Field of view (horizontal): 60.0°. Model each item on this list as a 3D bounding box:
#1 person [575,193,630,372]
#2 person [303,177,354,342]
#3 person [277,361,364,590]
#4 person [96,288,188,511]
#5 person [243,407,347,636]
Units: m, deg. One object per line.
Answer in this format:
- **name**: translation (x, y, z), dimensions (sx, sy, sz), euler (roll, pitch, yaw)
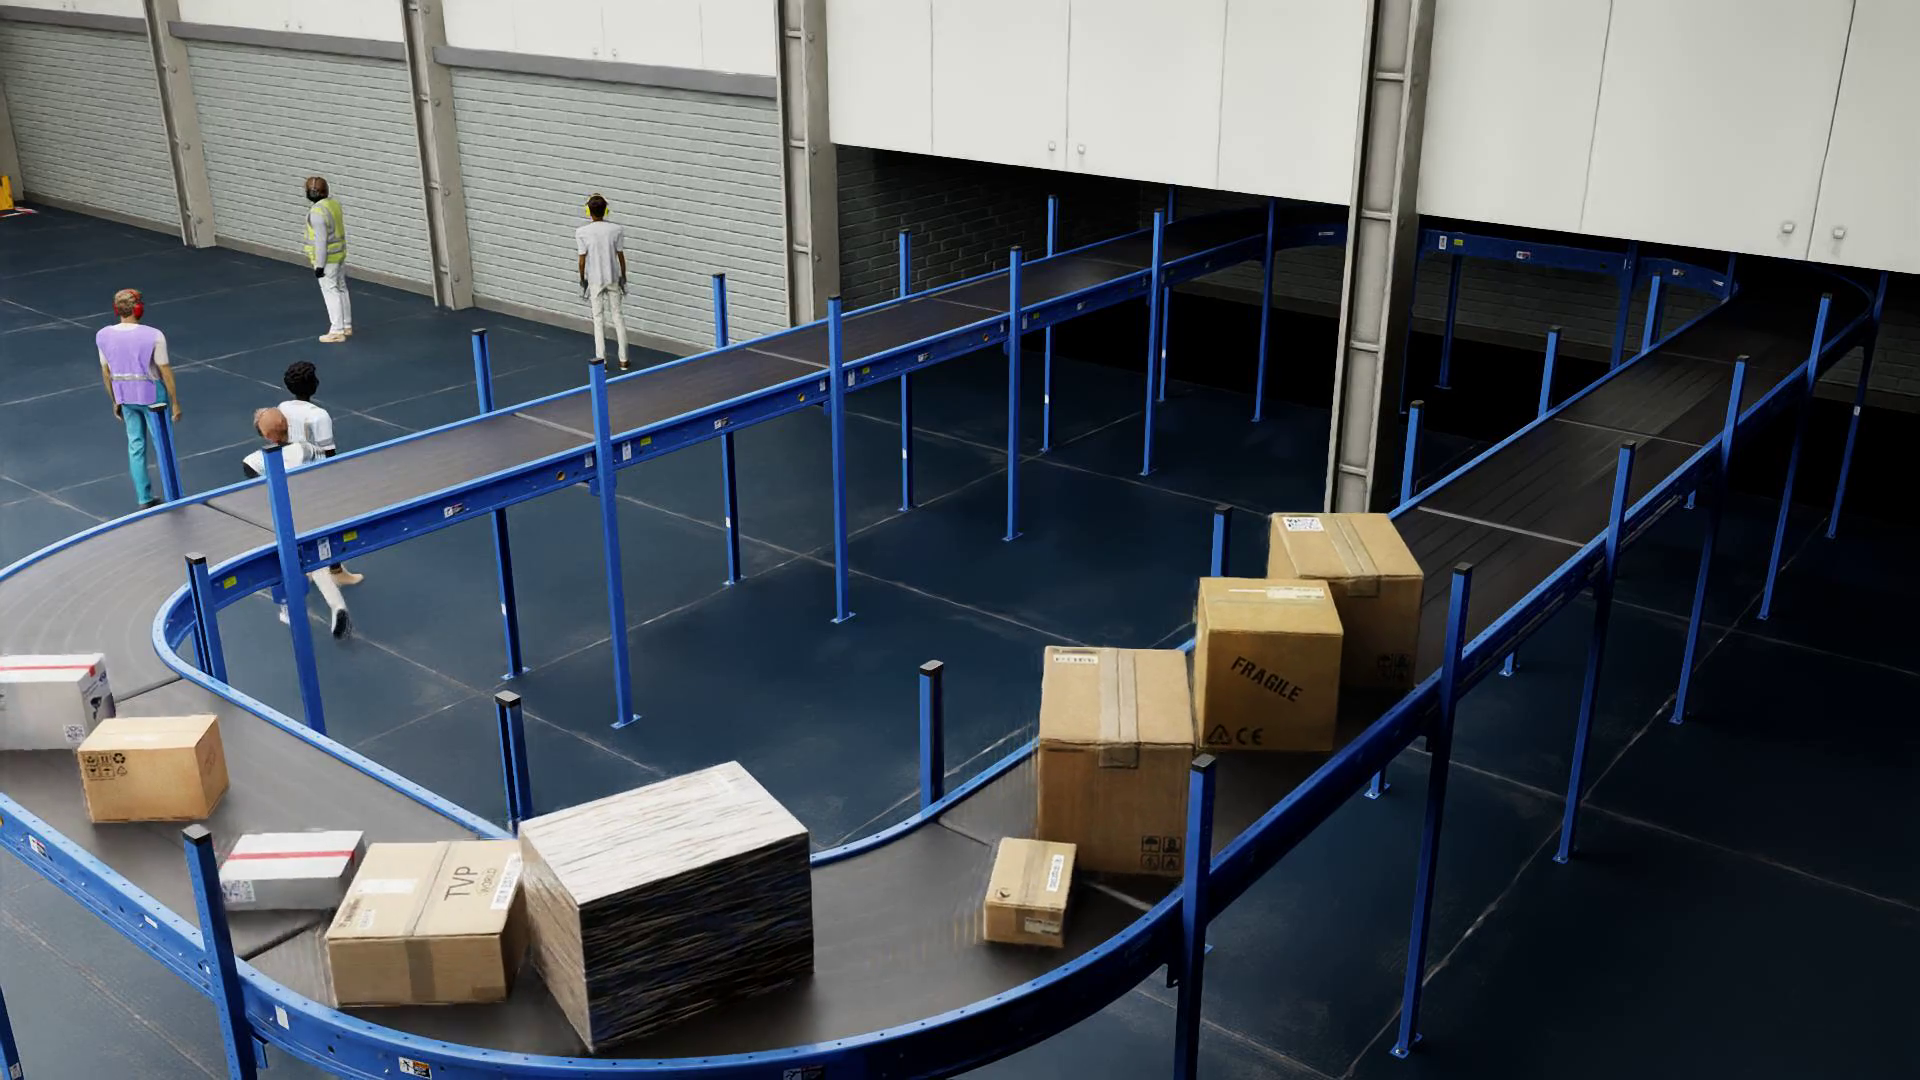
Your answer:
- **person**: translation (-3.759, -2.700, 17.496), dimensions (0.519, 1.873, 0.335), euler (-8, 23, -19)
- **person**: translation (-7.119, -3.153, 18.698), dimensions (0.430, 1.837, 0.649), euler (0, 21, 0)
- **person**: translation (-4.673, -0.466, 12.053), dimensions (0.530, 1.697, 0.321), euler (12, 24, 27)
- **person**: translation (-6.636, -1.117, 13.514), dimensions (0.571, 1.840, 0.373), euler (1, 22, 3)
- **person**: translation (-4.499, -0.105, 11.255), dimensions (0.516, 1.609, 0.709), euler (-20, 29, -41)
